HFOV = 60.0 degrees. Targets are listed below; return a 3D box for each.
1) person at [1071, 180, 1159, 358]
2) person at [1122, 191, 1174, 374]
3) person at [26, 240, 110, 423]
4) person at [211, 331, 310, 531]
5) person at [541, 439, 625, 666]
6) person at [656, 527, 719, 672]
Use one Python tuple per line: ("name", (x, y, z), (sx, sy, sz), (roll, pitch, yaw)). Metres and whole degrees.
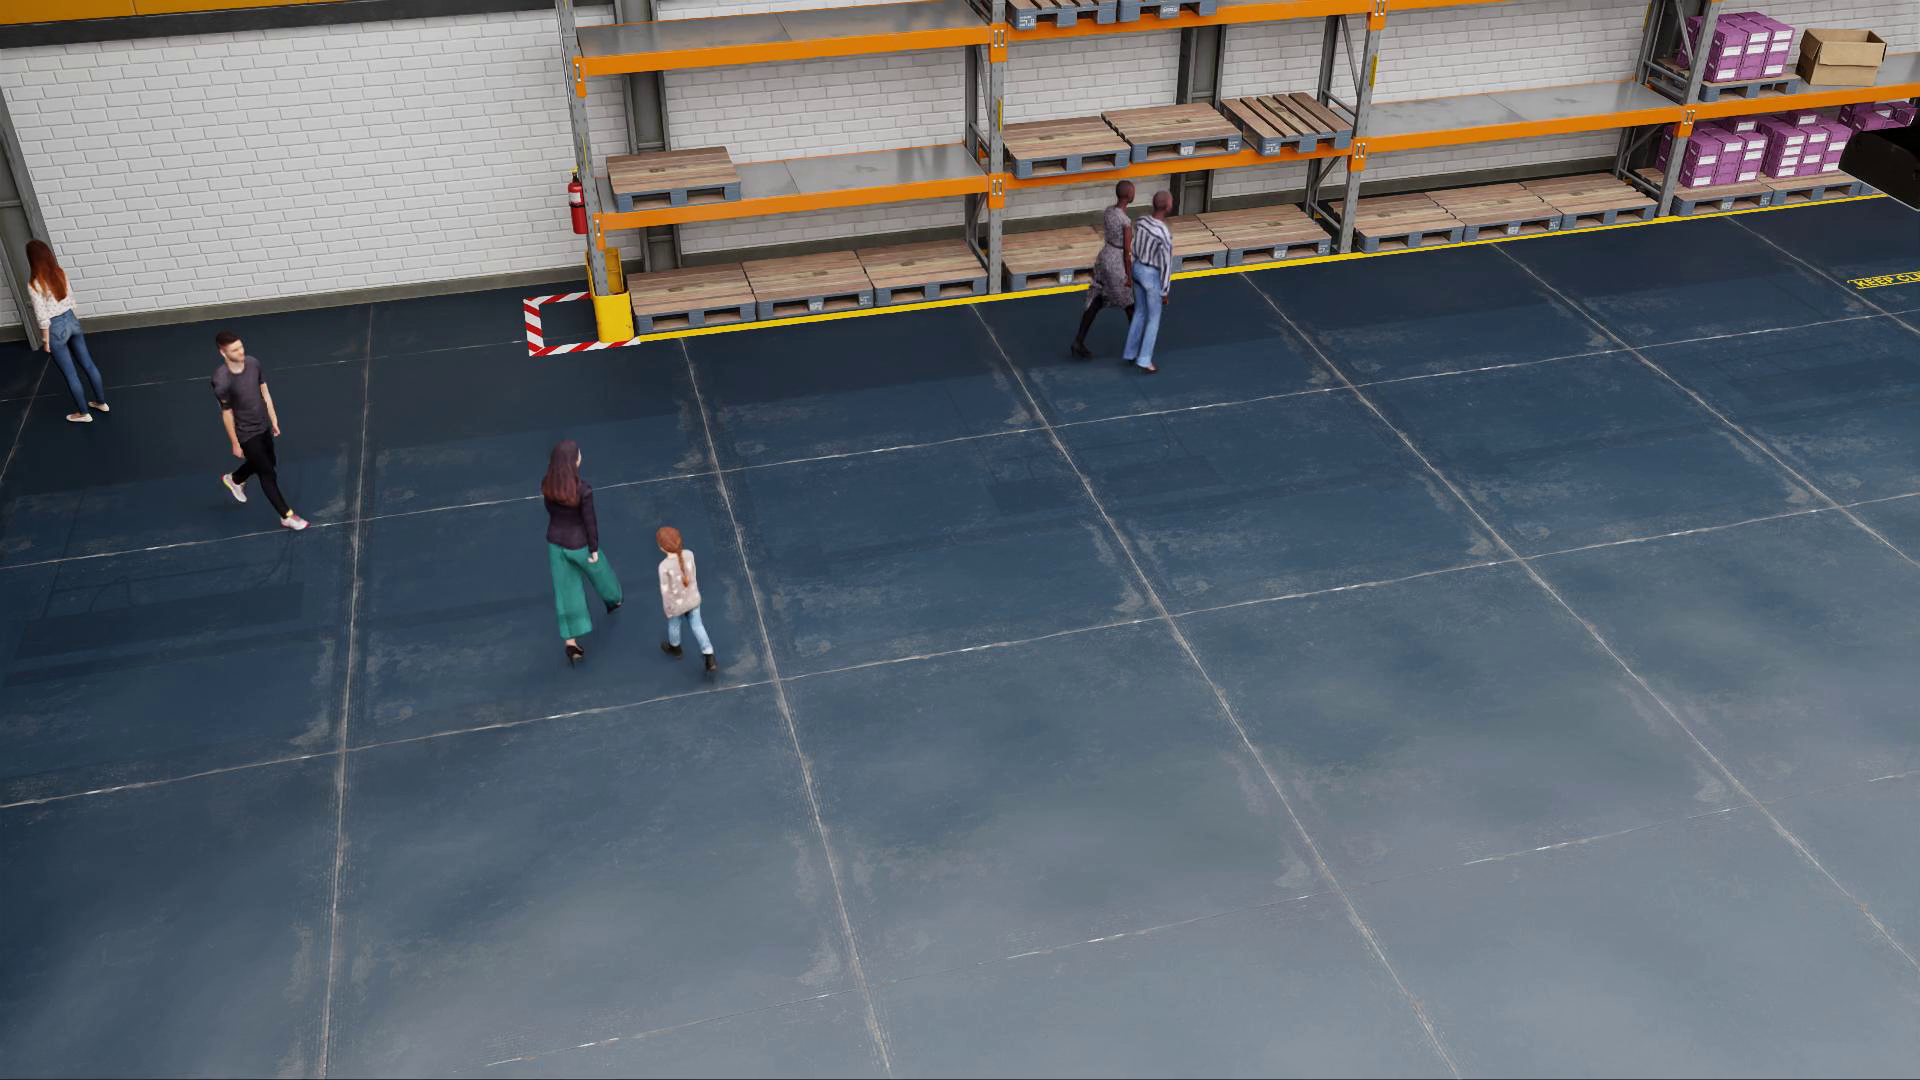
("person", (1.363, -2.494, 15.716), (1.192, 1.728, 0.764), (-14, 36, -20))
("person", (1.748, -2.393, 15.516), (0.702, 1.781, 0.710), (-21, 39, -28))
("person", (-7.967, -1.864, 14.769), (0.685, 1.727, 0.655), (12, 35, 17))
("person", (-5.723, -0.883, 13.282), (1.169, 1.740, 1.020), (11, 35, 16))
("person", (-2.775, 0.126, 11.803), (1.074, 1.697, 0.975), (8, 34, 11))
("person", (-1.940, 0.437, 11.802), (0.822, 1.179, 0.754), (-21, 39, -29))
